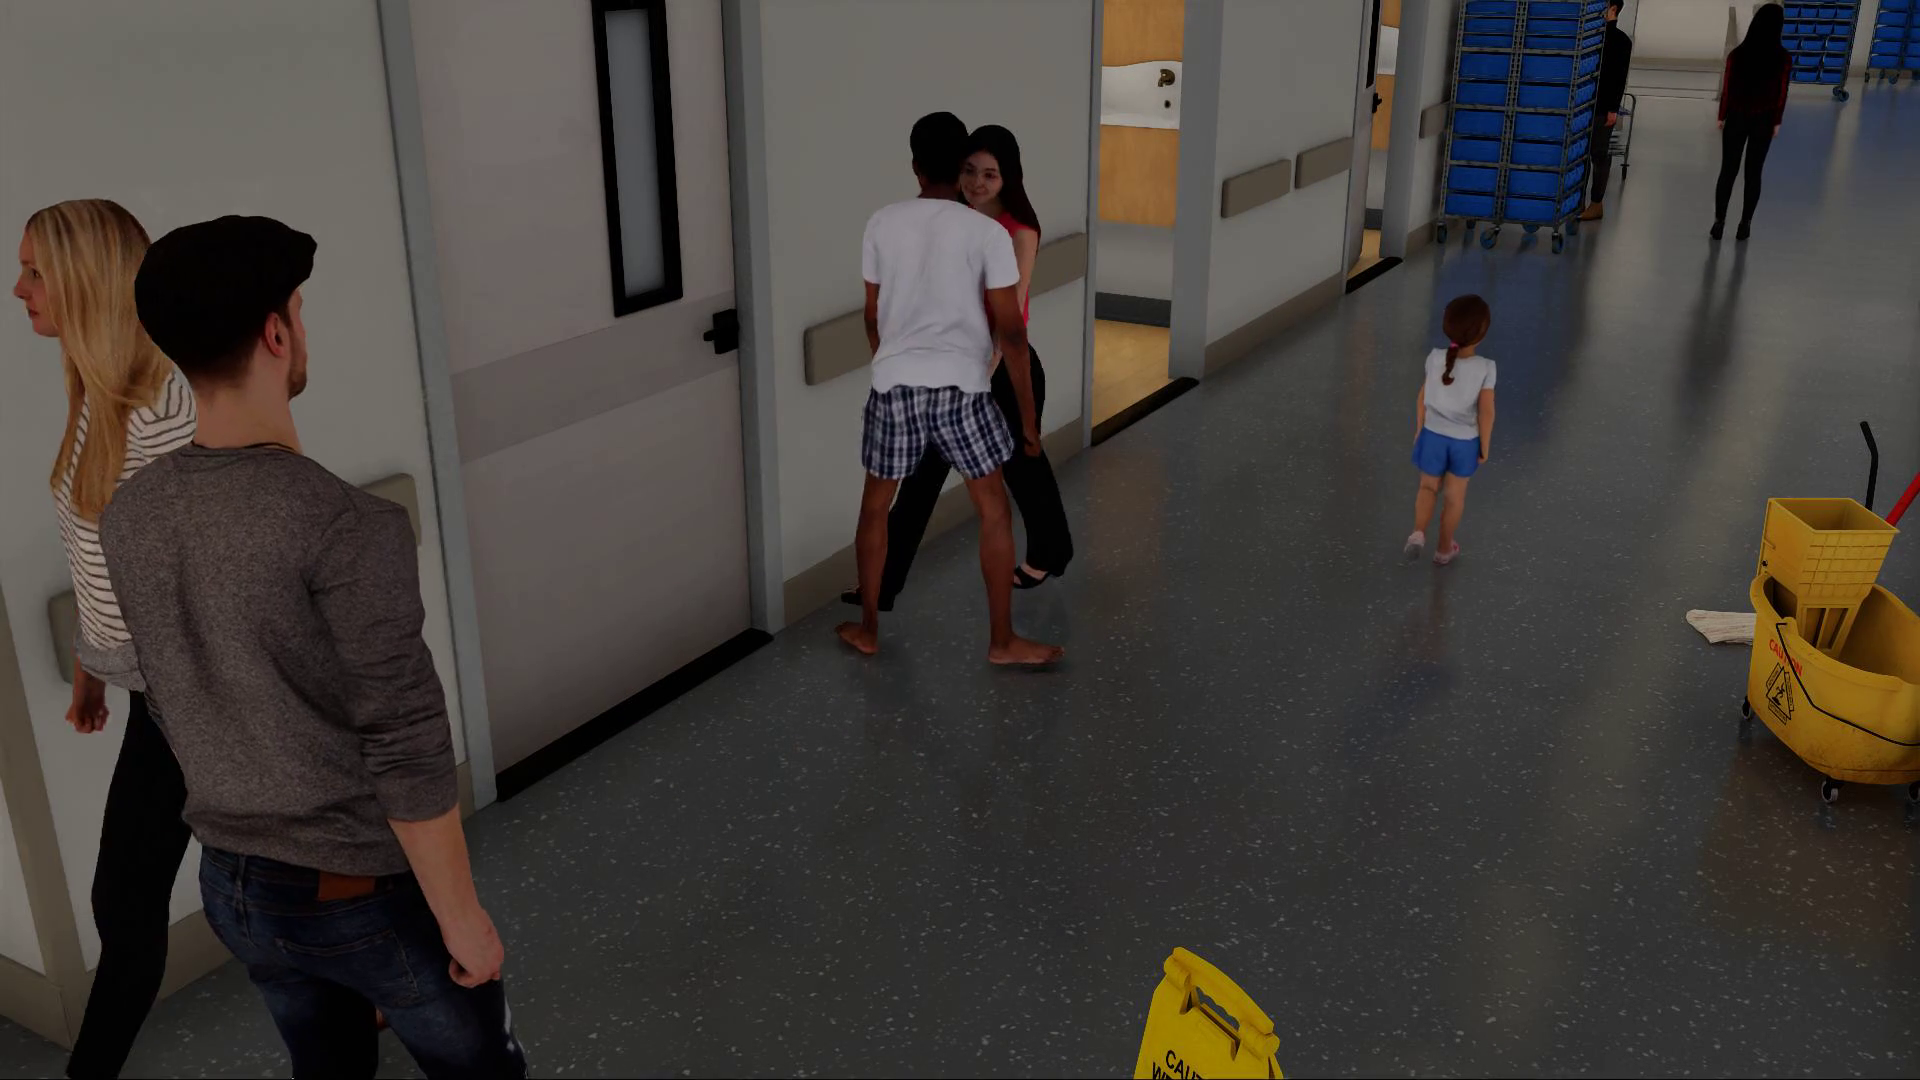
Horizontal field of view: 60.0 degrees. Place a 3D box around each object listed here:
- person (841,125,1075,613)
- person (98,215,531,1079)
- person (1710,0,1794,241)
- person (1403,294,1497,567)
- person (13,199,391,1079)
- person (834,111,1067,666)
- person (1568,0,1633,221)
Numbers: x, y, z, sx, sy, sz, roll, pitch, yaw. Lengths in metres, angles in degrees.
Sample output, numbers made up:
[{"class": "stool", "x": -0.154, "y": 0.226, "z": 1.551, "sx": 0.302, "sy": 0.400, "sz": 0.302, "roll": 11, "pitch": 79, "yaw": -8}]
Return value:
[{"class": "person", "x": 0.154, "y": -0.503, "z": 5.475, "sx": 1.184, "sy": 1.601, "sz": 0.829, "roll": -16, "pitch": 26, "yaw": -37}, {"class": "person", "x": -0.941, "y": 0.507, "z": 2.389, "sx": 0.765, "sy": 1.898, "sz": 0.694, "roll": 9, "pitch": 23, "yaw": 23}, {"class": "person", "x": 5.695, "y": -3.007, "z": 12.010, "sx": 0.616, "sy": 1.655, "sz": 0.559, "roll": 8, "pitch": 22, "yaw": 19}, {"class": "person", "x": 1.742, "y": -0.373, "z": 5.959, "sx": 0.429, "sy": 1.016, "sz": 0.554, "roll": 12, "pitch": 24, "yaw": 29}, {"class": "person", "x": -1.354, "y": 0.287, "z": 3.146, "sx": 1.263, "sy": 1.773, "sz": 0.924, "roll": -16, "pitch": 26, "yaw": -36}, {"class": "person", "x": -0.039, "y": -0.414, "z": 5.101, "sx": 1.001, "sy": 1.699, "sz": 0.766, "roll": 11, "pitch": 23, "yaw": 26}, {"class": "person", "x": 4.918, "y": -3.365, "z": 12.861, "sx": 0.760, "sy": 1.722, "sz": 0.718, "roll": -7, "pitch": 22, "yaw": -18}]
